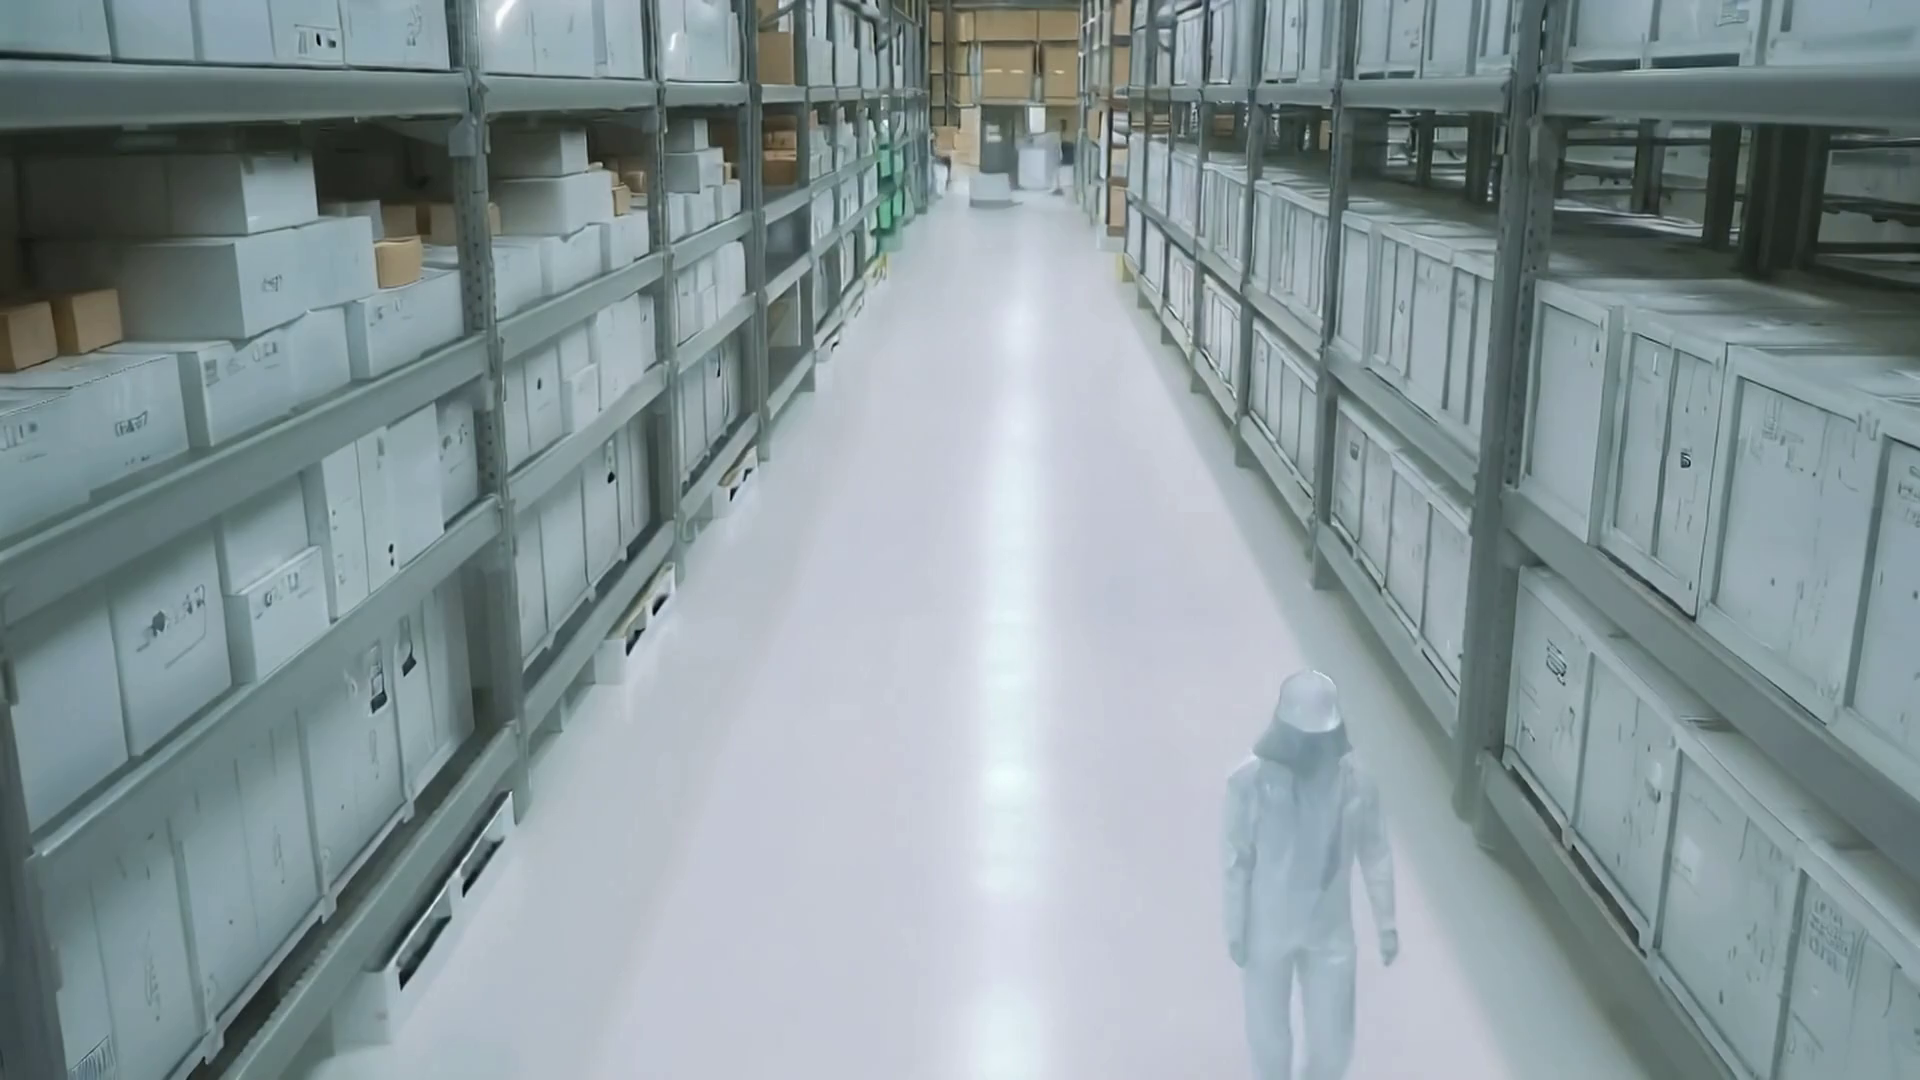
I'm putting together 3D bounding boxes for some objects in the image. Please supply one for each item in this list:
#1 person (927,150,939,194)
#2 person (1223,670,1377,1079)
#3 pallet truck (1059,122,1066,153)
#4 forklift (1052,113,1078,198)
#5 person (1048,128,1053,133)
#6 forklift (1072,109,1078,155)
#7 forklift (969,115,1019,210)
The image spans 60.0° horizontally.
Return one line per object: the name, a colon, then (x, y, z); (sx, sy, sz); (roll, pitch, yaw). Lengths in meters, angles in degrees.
person: (-0.970, -12.355, 56.154); (0.548, 1.604, 0.766); (-11, 19, -36)
person: (1.097, 1.237, 5.355); (0.511, 1.728, 0.354); (-1, 15, -3)
pallet truck: (5.788, -21.111, 88.014); (1.885, 1.965, 0.823); (5, 16, 18)
forklift: (4.119, -12.977, 56.076); (1.873, 2.768, 1.129); (-1, 15, -4)
person: (4.206, -17.790, 75.832); (0.662, 1.904, 0.469); (-10, 18, -32)
forklift: (5.263, -17.032, 71.163); (1.129, 2.768, 1.873); (10, 18, 34)
forklift: (1.042, -11.551, 50.769); (1.129, 2.768, 1.873); (5, 16, 17)
